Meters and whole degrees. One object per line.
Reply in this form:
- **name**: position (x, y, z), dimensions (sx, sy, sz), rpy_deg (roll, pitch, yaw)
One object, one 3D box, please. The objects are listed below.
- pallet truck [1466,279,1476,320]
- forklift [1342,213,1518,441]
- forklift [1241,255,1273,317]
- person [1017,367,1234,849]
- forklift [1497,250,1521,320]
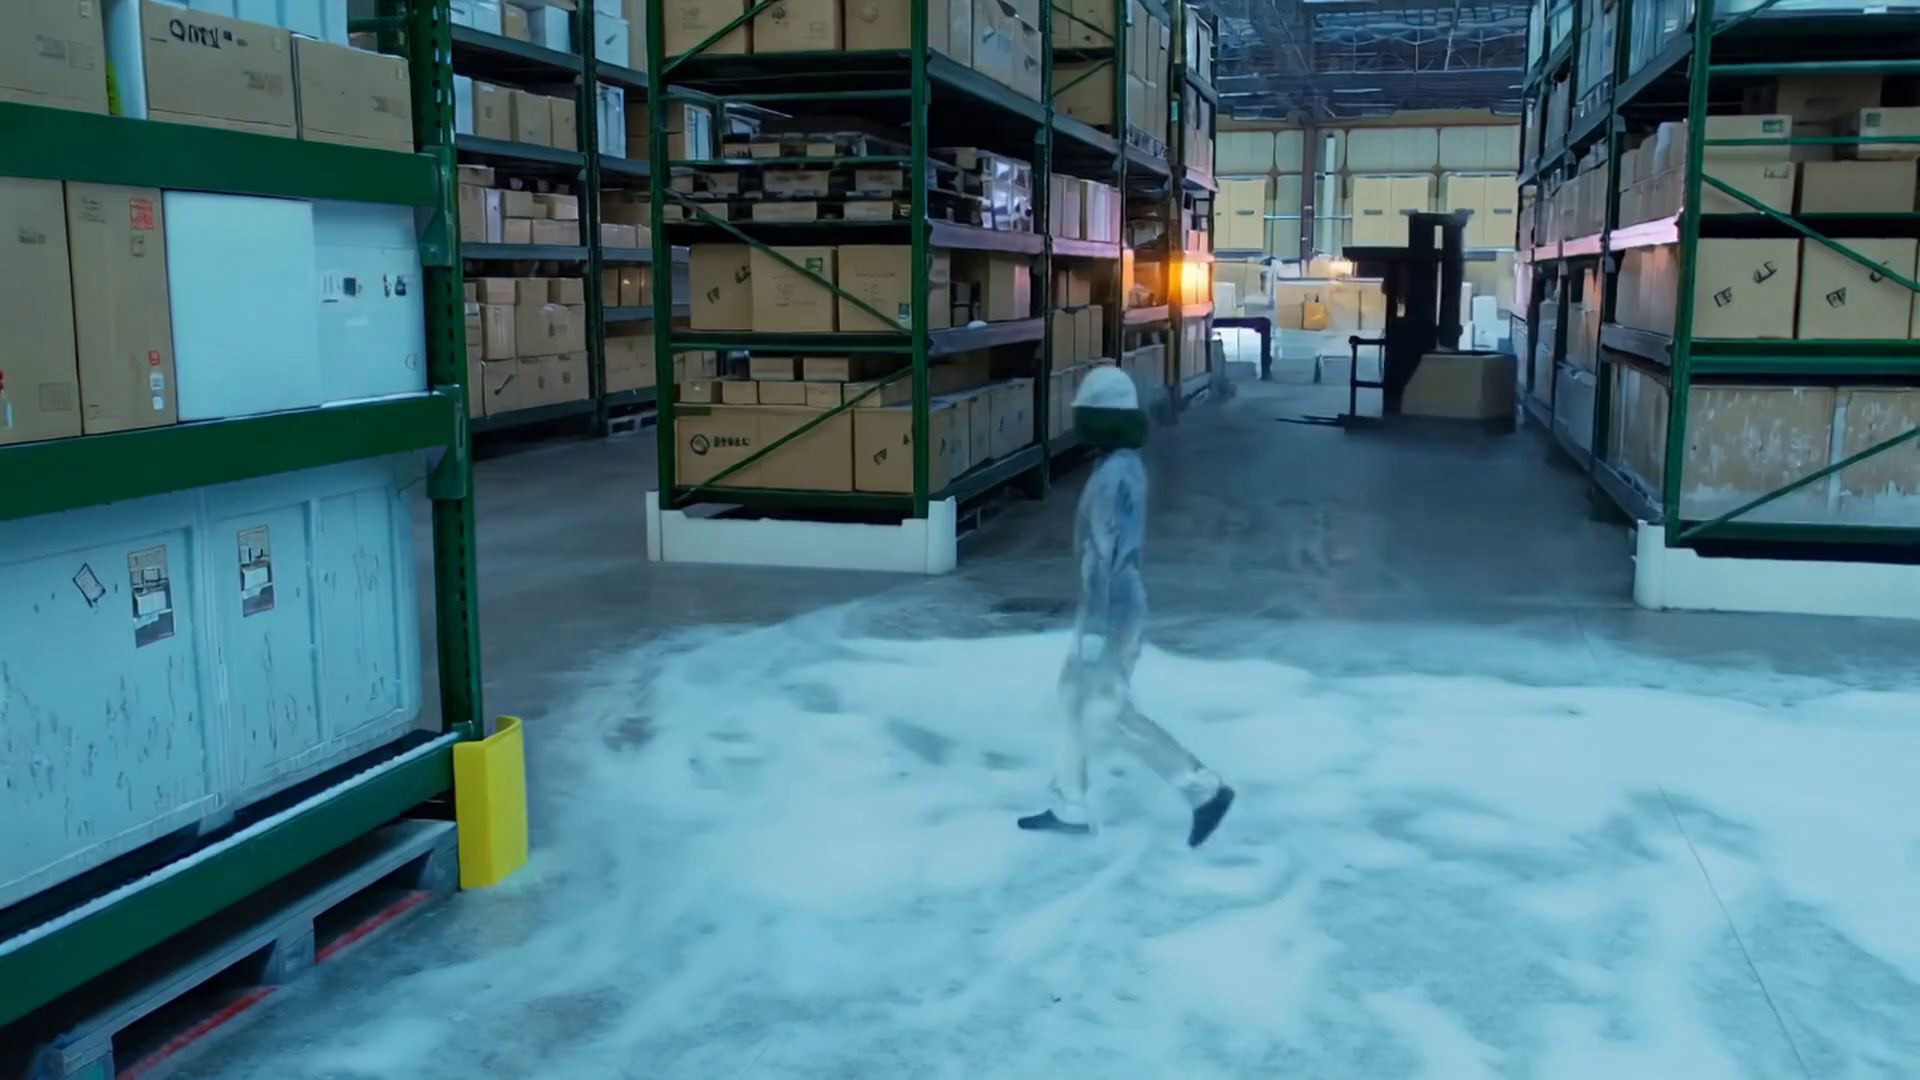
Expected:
- **pallet truck**: position (18.896, -8.459, 60.307), dimensions (1.885, 1.965, 0.823), rpy_deg (5, 10, 31)
- **forklift**: position (5.999, -2.714, 21.013), dimensions (1.873, 2.768, 1.129), rpy_deg (9, 12, 44)
- **forklift**: position (10.551, -8.662, 58.805), dimensions (1.129, 2.768, 1.873), rpy_deg (2, 9, 15)
- **person**: position (0.590, 0.248, 5.876), dimensions (0.732, 1.716, 0.493), rpy_deg (2, 9, 14)
- **forklift**: position (16.072, -6.977, 48.097), dimensions (1.129, 2.768, 1.873), rpy_deg (1, 9, 9)
